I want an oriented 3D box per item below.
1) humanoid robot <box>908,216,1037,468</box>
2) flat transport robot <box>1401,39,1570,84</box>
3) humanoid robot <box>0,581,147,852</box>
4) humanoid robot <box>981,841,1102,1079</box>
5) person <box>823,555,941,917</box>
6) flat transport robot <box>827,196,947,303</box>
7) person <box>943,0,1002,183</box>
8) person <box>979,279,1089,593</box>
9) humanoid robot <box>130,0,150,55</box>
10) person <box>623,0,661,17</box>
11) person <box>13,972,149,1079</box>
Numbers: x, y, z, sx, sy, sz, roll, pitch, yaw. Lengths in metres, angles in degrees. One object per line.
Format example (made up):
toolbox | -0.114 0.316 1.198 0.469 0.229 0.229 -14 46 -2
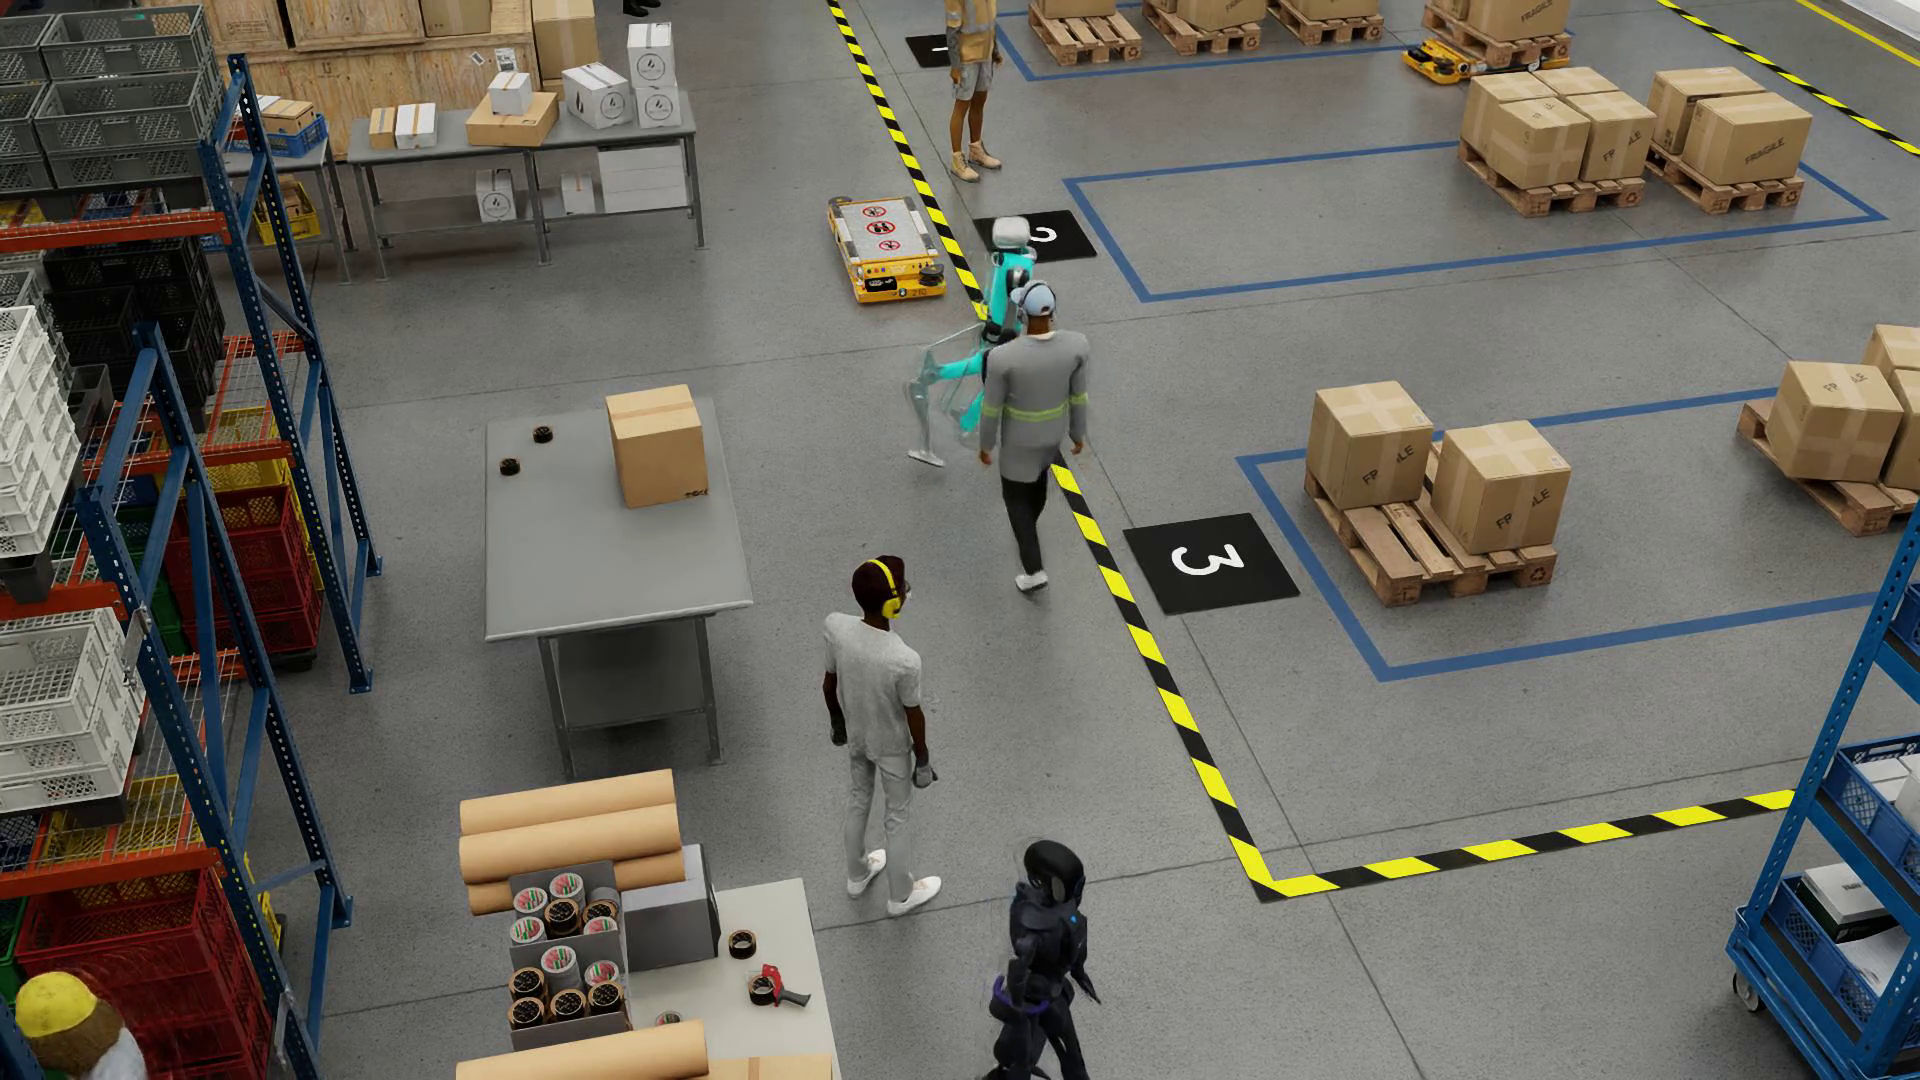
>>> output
humanoid robot | 0.010 -1.063 9.812 1.039 1.769 0.533 -1 37 -2
flat transport robot | 4.974 -4.605 15.719 1.431 0.197 0.652 -12 38 -16
humanoid robot | -3.978 0.787 7.318 0.335 1.648 0.600 -1 37 -1
humanoid robot | 0.304 1.718 6.105 0.788 1.620 0.590 17 40 21
person | -0.338 0.847 7.079 0.530 1.864 0.309 23 42 28
flat transport robot | -0.570 -2.220 12.538 0.659 0.231 1.431 -8 37 -10
person | 0.128 -3.901 13.316 0.376 2.039 0.605 25 43 30
person | 0.396 -0.590 9.048 0.601 1.832 0.756 -13 39 -17
humanoid robot | -7.217 -4.744 14.780 0.541 1.877 0.729 1 37 1
person | -3.251 -6.212 16.506 0.371 1.934 0.550 11 38 15
person | -2.770 2.073 5.544 0.365 1.723 0.505 -19 41 -24
